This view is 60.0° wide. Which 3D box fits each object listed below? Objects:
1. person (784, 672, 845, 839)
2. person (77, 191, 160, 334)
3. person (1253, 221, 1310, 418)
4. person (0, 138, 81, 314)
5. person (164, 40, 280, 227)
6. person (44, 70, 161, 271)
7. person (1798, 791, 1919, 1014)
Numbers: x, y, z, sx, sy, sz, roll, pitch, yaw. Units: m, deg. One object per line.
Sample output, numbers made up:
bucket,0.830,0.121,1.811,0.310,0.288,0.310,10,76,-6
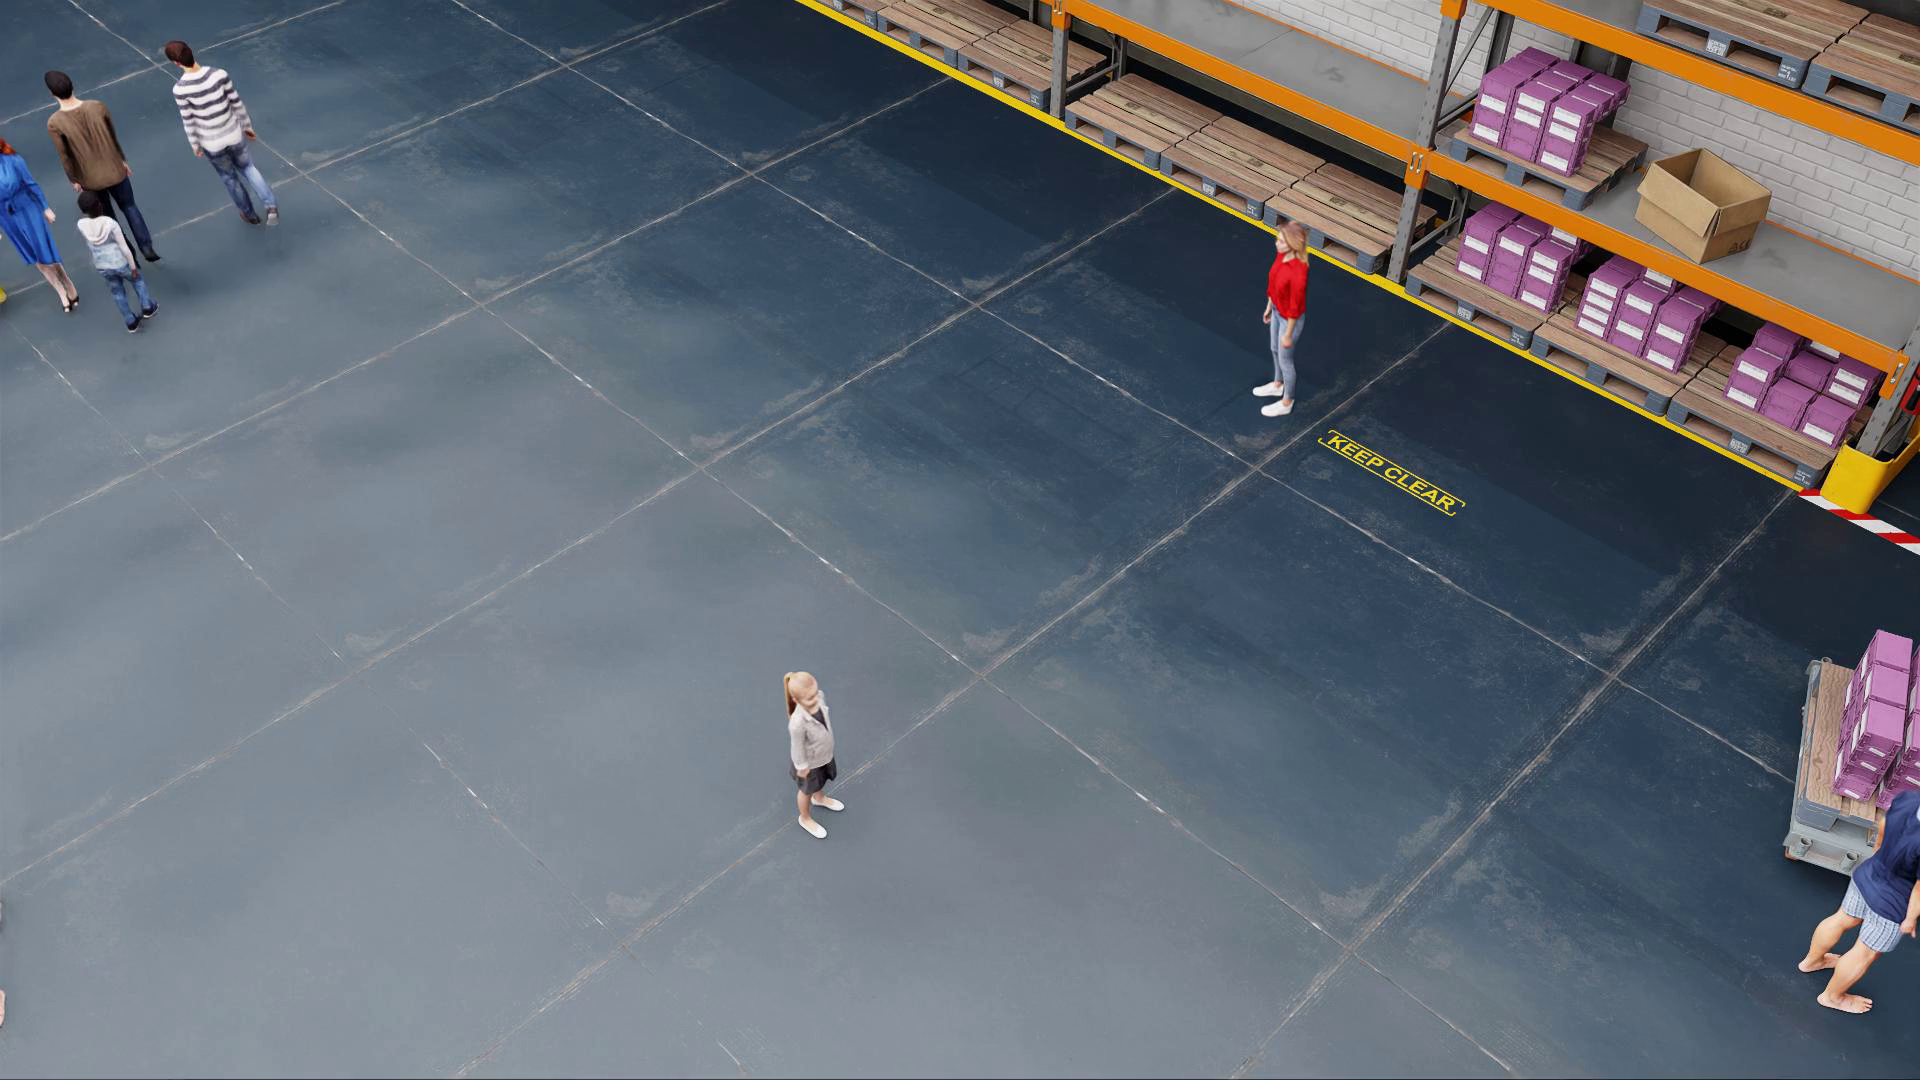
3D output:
person,-0.885,1.244,9.887,0.601,1.276,0.573,18,47,18
person,-6.922,-2.232,13.557,0.622,1.246,0.696,-6,44,-6
person,2.486,-1.693,12.663,0.765,1.699,0.673,-7,44,-8
person,-7.652,-2.656,13.595,0.773,1.807,0.815,-9,44,-10
person,-6.352,-3.436,14.410,0.741,1.813,0.907,-28,50,-26
person,-7.170,-3.042,13.953,0.644,1.872,0.749,-34,53,-30
person,4.927,1.853,8.831,0.768,1.849,0.696,-3,44,-3
